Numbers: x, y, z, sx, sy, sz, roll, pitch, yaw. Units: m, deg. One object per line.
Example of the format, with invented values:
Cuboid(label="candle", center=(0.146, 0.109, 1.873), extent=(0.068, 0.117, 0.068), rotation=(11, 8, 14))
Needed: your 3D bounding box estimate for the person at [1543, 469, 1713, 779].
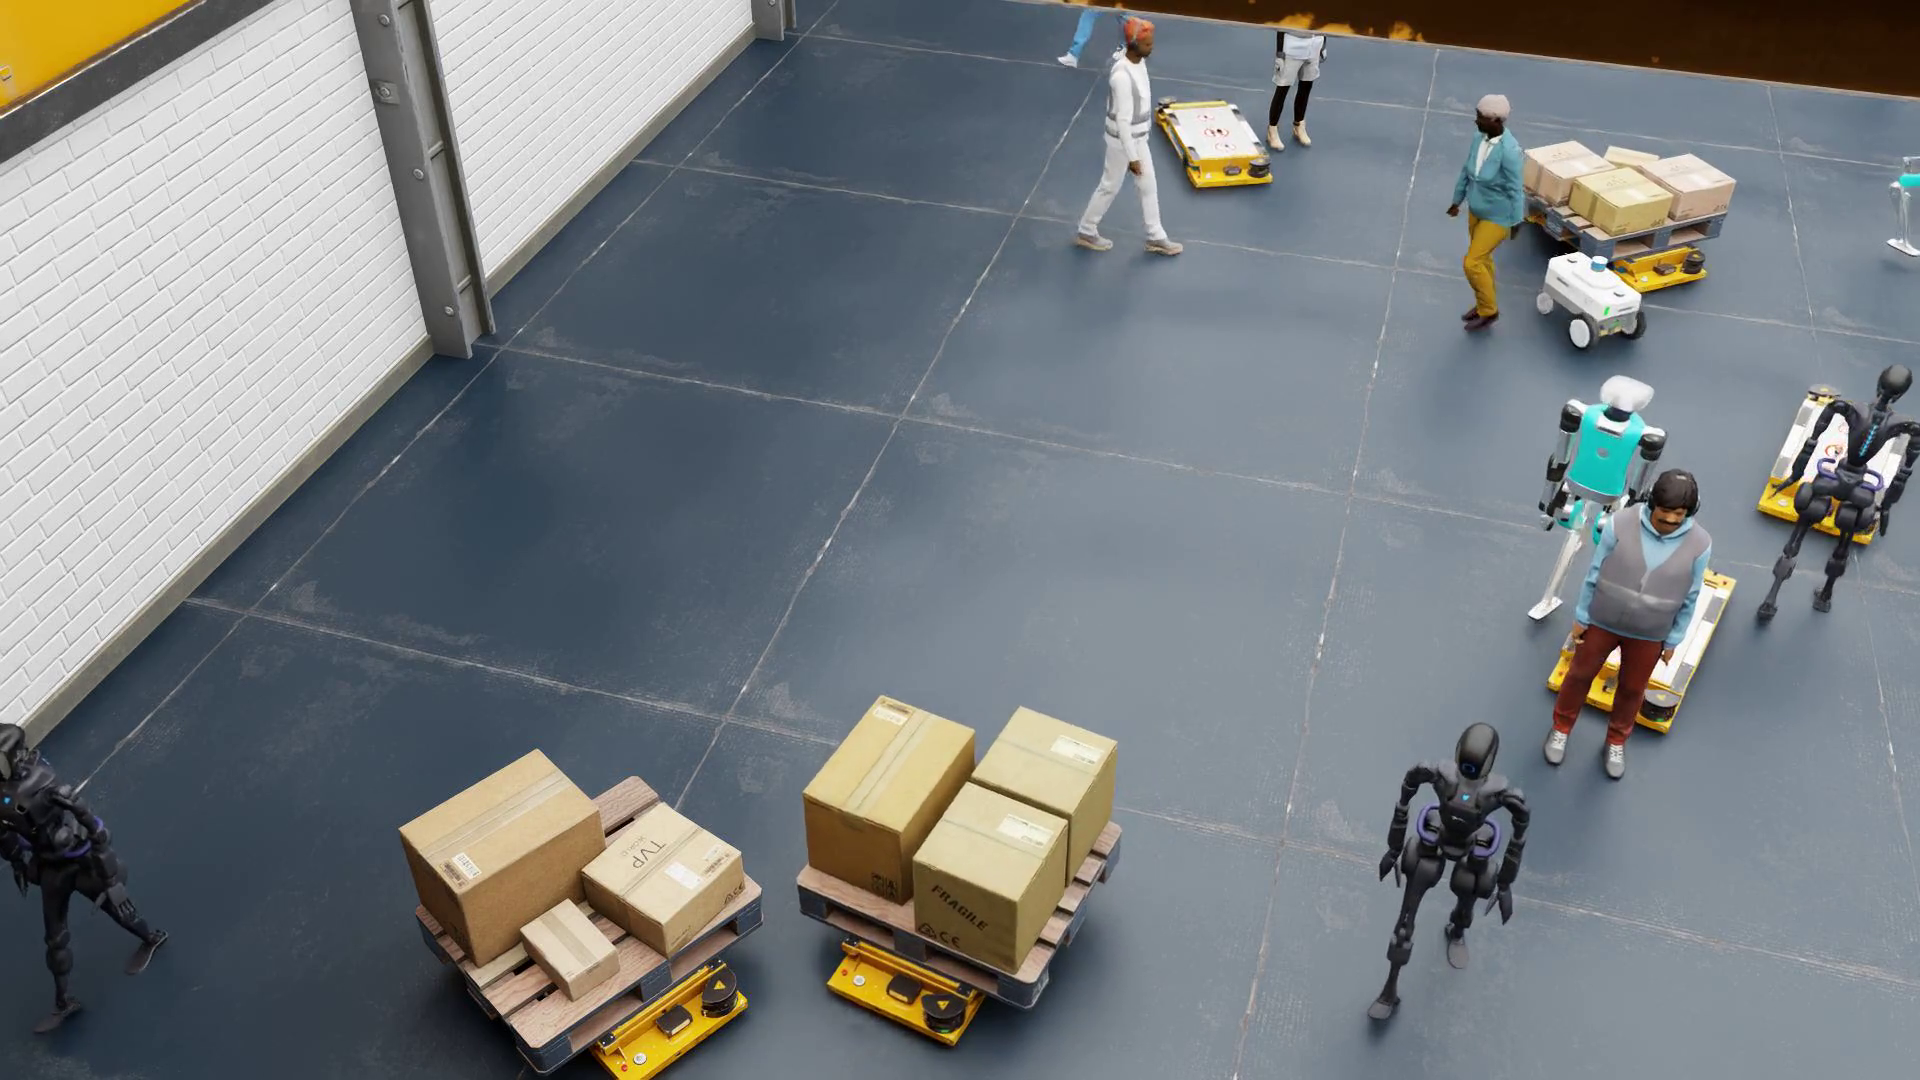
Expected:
Cuboid(label="person", center=(3.320, 0.396, 8.238), extent=(0.527, 1.871, 0.420), rotation=(15, 41, 18))

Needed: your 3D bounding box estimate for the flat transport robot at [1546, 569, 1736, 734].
Cuboid(label="flat transport robot", center=(3.874, 0.494, 9.390), extent=(0.659, 0.231, 1.431), rotation=(23, 44, 25))

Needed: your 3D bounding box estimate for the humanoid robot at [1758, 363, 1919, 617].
Cuboid(label="humanoid robot", center=(4.868, -0.256, 9.219), extent=(0.608, 1.664, 0.446), rotation=(19, 42, 22))

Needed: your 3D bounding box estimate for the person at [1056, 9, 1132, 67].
Cuboid(label="person", center=(1.330, -5.192, 15.337), extent=(0.504, 1.672, 0.910), rotation=(32, 49, 33))

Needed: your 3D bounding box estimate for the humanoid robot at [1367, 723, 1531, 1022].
Cuboid(label="humanoid robot", center=(2.117, 1.402, 7.164), extent=(0.589, 1.624, 0.757), rotation=(15, 41, 18))

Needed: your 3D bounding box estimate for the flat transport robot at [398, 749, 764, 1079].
Cuboid(label="flat transport robot", center=(-1.679, 1.866, 7.684), extent=(0.659, 0.231, 1.431), rotation=(-31, 48, -32))

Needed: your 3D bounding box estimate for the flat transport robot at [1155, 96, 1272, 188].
Cuboid(label="flat transport robot", center=(2.162, -3.433, 14.274), extent=(0.659, 0.231, 1.431), rotation=(-5, 39, -7))

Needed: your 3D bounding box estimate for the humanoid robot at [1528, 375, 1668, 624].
Cuboid(label="humanoid robot", center=(3.488, -0.199, 9.104), extent=(0.531, 1.817, 0.750), rotation=(24, 44, 26))

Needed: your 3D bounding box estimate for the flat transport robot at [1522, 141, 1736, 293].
Cuboid(label="flat transport robot", center=(5.075, -2.377, 12.961), extent=(0.659, 0.231, 1.431), rotation=(-14, 41, -17))

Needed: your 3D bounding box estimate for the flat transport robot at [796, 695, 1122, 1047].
Cuboid(label="flat transport robot", center=(0.016, 1.694, 7.898), extent=(0.659, 0.231, 1.431), rotation=(18, 42, 21))

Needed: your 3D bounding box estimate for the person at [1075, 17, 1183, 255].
Cuboid(label="person", center=(1.287, -2.994, 12.472), extent=(0.847, 1.851, 0.596), rotation=(15, 41, 18))

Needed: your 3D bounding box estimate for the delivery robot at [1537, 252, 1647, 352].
Cuboid(label="delivery robot", center=(4.534, -1.750, 11.943), extent=(0.499, 0.582, 0.773), rotation=(-14, 41, -17))

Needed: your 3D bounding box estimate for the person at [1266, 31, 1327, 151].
Cuboid(label="person", center=(2.856, -4.108, 13.980), extent=(0.528, 1.688, 0.321), rotation=(-16, 42, -19))

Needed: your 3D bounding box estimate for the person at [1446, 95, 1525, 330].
Cuboid(label="person", center=(3.723, -2.304, 11.703), extent=(0.464, 1.722, 0.544), rotation=(-11, 40, -13))

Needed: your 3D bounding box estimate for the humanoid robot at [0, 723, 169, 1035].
Cuboid(label="humanoid robot", center=(-3.849, 1.440, 7.111), extent=(0.586, 1.637, 0.696), rotation=(8, 39, 10))

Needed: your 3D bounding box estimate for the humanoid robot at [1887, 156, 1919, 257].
Cuboid(label="humanoid robot", center=(7.356, -2.800, 12.326), extent=(0.534, 1.769, 0.890), rotation=(-24, 45, -27))

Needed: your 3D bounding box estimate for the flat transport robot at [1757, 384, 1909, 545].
Cuboid(label="flat transport robot", center=(5.616, -0.503, 10.631), extent=(0.659, 0.231, 1.431), rotation=(22, 44, 25))
